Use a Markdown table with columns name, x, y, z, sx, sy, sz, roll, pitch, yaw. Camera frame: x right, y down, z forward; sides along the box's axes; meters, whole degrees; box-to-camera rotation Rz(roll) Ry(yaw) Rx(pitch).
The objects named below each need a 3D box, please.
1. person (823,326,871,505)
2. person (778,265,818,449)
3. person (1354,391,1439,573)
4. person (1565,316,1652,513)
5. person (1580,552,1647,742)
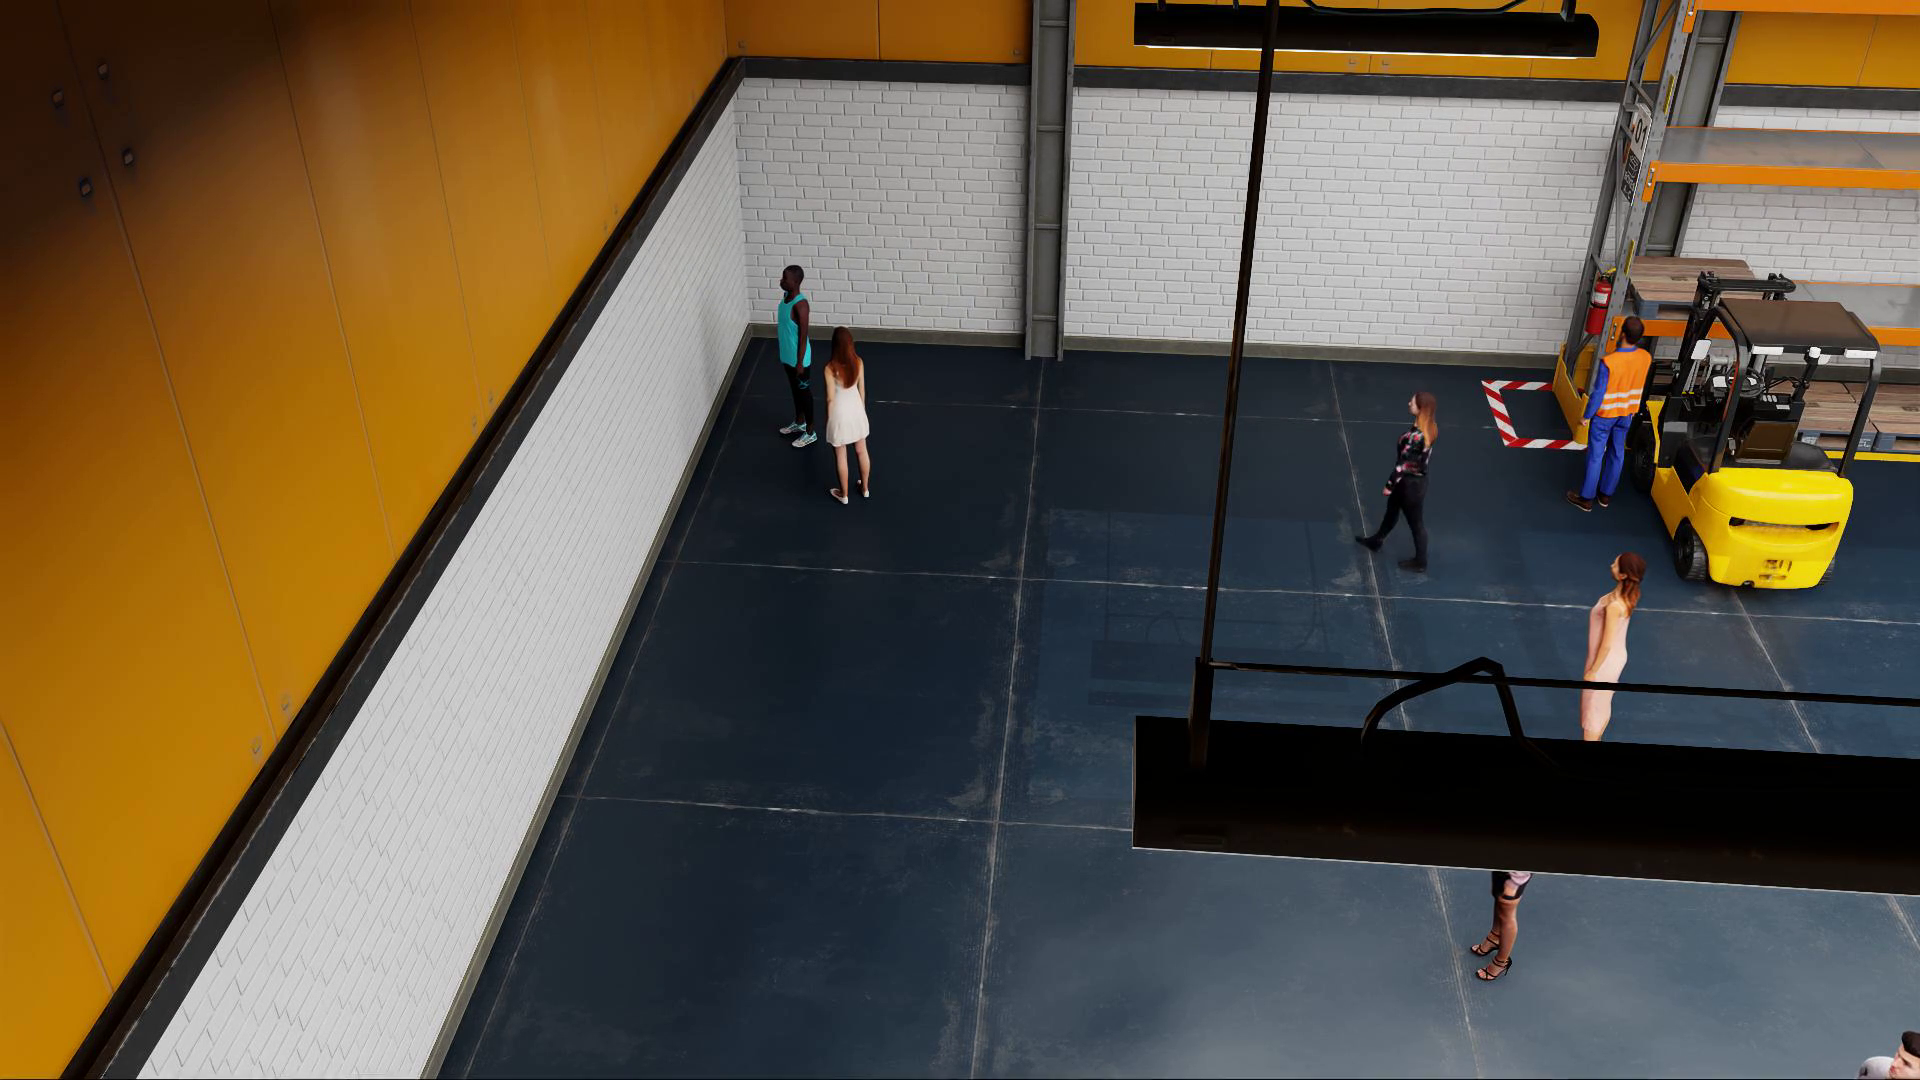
| name | x | y | z | sx | sy | sz | roll | pitch | yaw |
| --- | --- | --- | --- | --- | --- | --- | --- | --- | --- |
| person | -1.011 | -1.114 | 14.801 | 0.627 | 1.711 | 0.713 | -16 | 37 | -23 |
| person | -1.533 | -1.750 | 15.669 | 0.682 | 1.811 | 0.676 | -15 | 37 | -22 |
| person | 3.854 | -0.451 | 13.856 | 0.985 | 1.654 | 0.789 | 15 | 36 | 21 |
| person | 5.748 | -1.117 | 14.668 | 0.689 | 1.864 | 0.827 | -10 | 35 | -15 |
| person | 4.549 | 0.863 | 11.719 | 0.686 | 1.831 | 0.674 | 23 | 40 | 30 |
